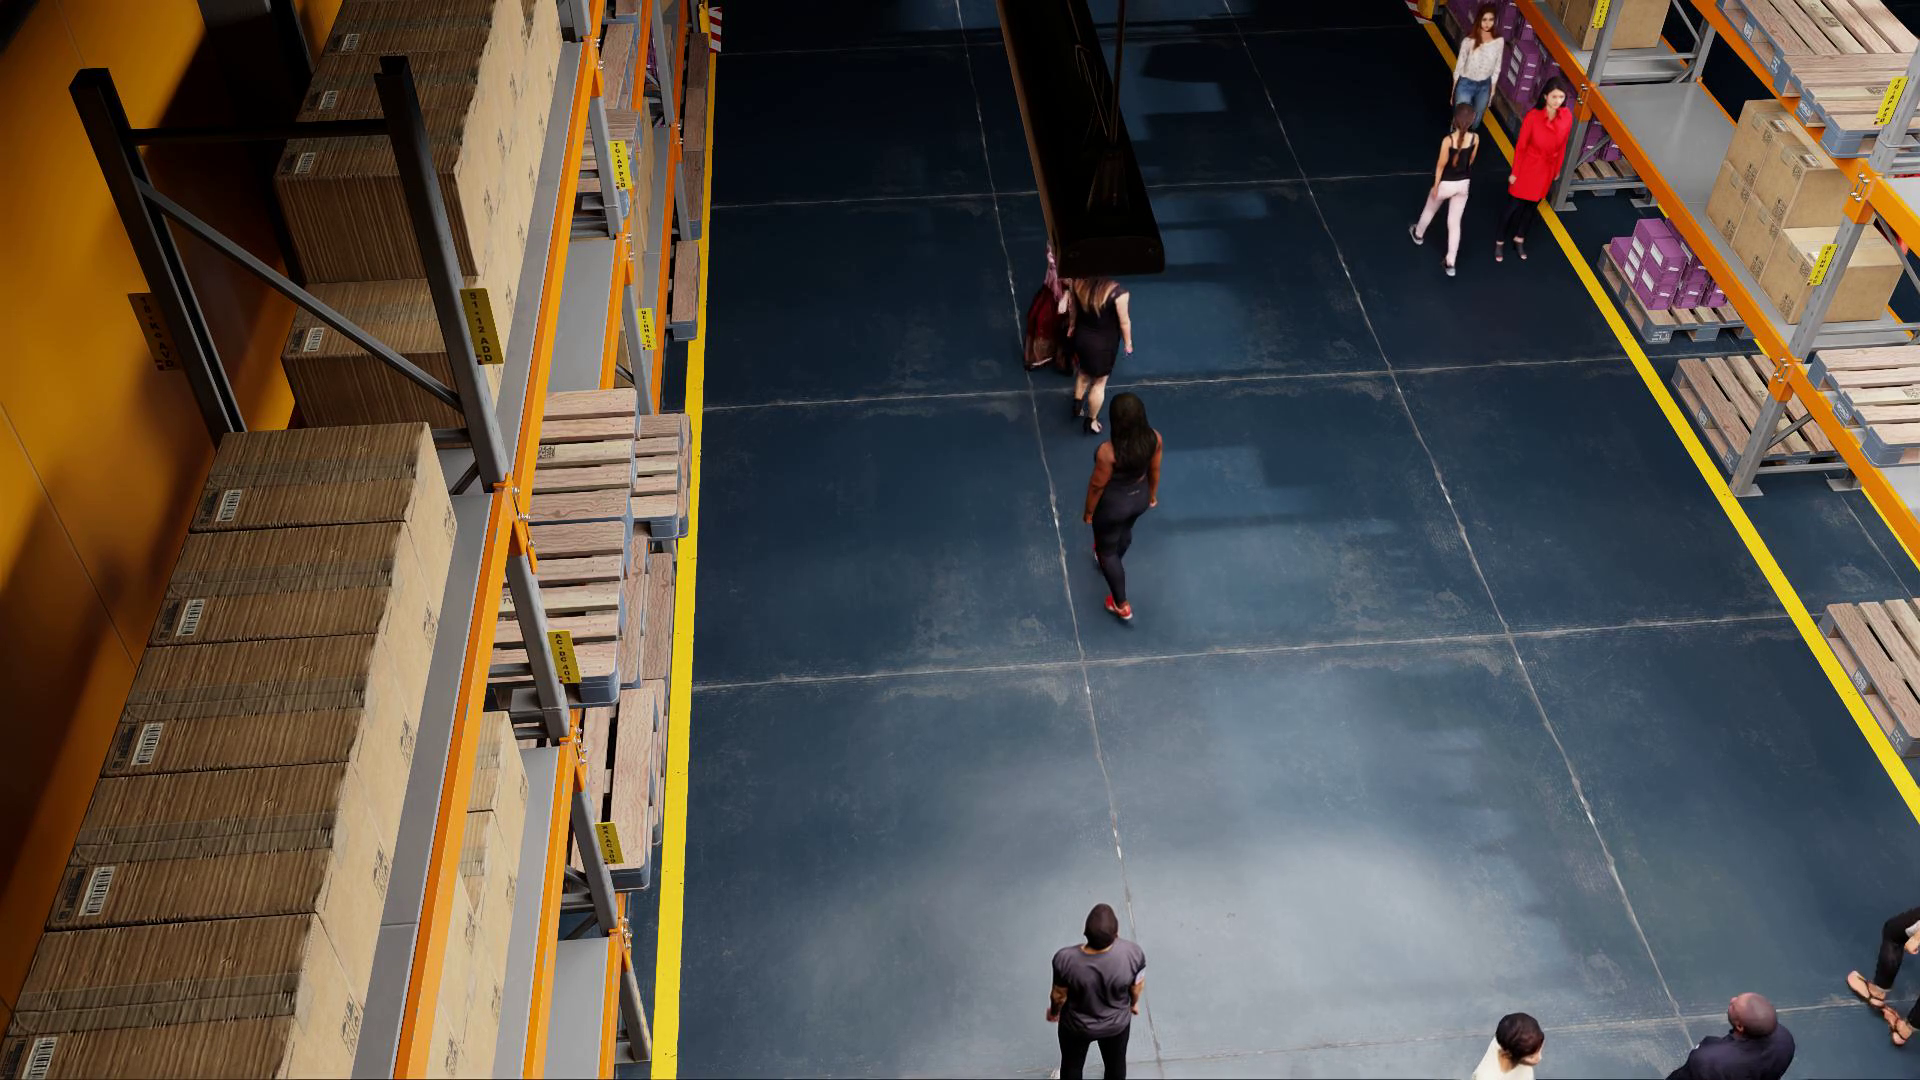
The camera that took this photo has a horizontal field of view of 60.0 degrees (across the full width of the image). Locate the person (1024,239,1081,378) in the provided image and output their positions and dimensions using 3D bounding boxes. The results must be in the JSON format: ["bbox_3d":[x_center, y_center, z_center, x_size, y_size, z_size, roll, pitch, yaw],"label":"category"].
[{"bbox_3d":[0.910,-2.024,13.250,0.882,1.637,0.831,-23,48,-22],"label":"person"}]

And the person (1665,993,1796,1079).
[{"bbox_3d":[3.671,2.850,8.029,0.930,1.782,1.169,-15,46,-15],"label":"person"}]

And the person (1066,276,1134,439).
[{"bbox_3d":[0.997,-1.461,12.609,0.777,1.706,0.838,31,51,28],"label":"person"}]

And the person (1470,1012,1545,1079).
[{"bbox_3d":[2.547,2.794,8.252,1.070,1.554,0.997,32,52,29],"label":"person"}]

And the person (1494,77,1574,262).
[{"bbox_3d":[4.973,-3.200,14.404,0.615,1.748,0.603,-5,44,-5],"label":"person"}]

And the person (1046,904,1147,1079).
[{"bbox_3d":[0.686,2.420,8.493,0.631,1.764,0.529,-4,44,-4],"label":"person"}]

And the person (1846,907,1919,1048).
[{"bbox_3d":[5.275,2.131,8.762,0.638,1.812,0.669,-3,44,-3],"label":"person"}]

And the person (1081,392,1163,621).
[{"bbox_3d":[1.109,-0.218,11.233,0.890,1.803,1.060,-20,47,-19],"label":"person"}]

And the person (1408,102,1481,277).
[{"bbox_3d":[4.274,-3.005,14.361,0.500,1.524,1.008,-4,44,-4],"label":"person"}]

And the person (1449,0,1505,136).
[{"bbox_3d":[4.750,-4.220,15.503,0.576,1.708,0.964,-3,44,-3],"label":"person"}]
